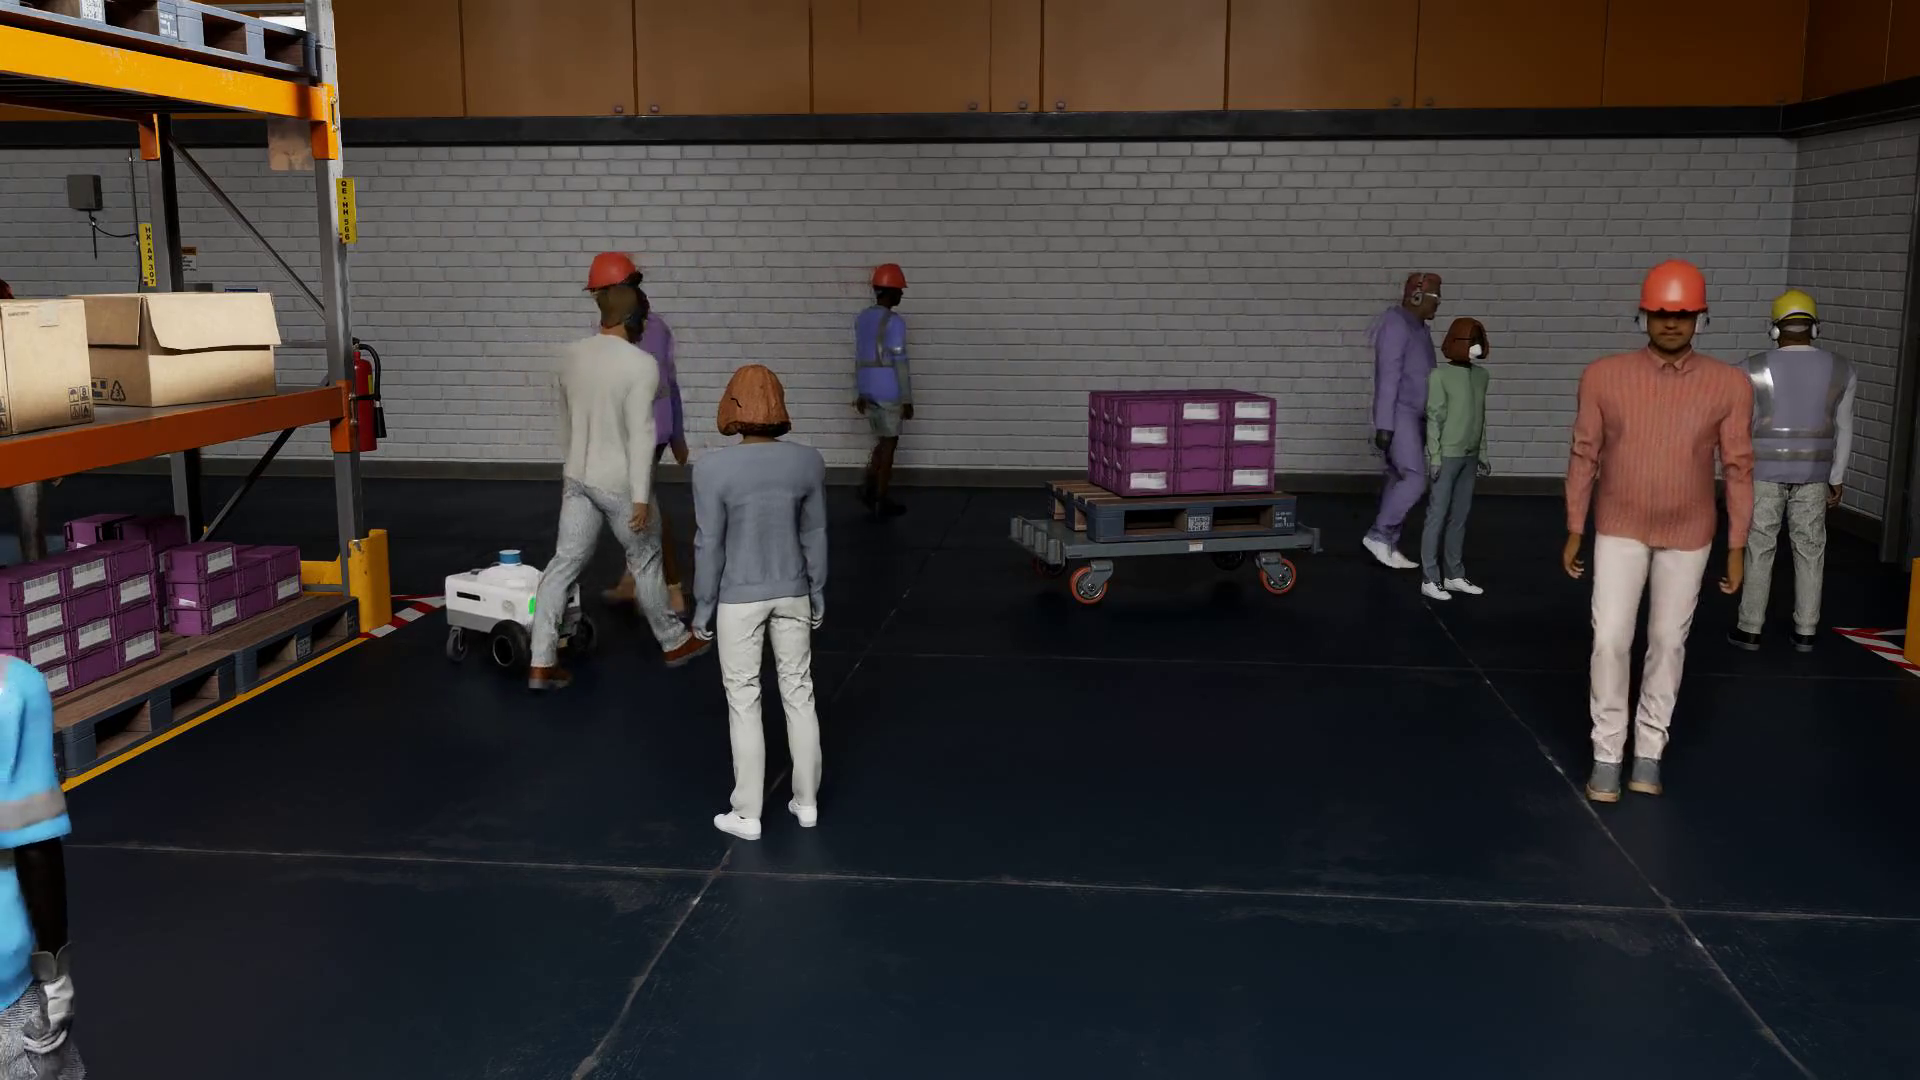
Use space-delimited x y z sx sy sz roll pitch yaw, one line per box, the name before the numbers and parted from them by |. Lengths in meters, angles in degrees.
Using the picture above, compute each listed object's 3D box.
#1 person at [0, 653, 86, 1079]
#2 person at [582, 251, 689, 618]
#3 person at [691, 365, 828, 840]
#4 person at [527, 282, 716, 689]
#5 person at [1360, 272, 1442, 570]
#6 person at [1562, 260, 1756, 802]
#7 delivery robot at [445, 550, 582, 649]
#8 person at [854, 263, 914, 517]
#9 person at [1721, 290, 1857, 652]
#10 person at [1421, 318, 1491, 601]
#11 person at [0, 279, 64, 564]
person | -1.708 0.721 2.686 0.544 1.681 0.407 -1 10 -7
person | -1.846 -0.566 9.153 0.792 2.006 0.614 3 10 19
person | -0.686 0.215 5.745 0.507 1.631 0.266 -6 12 -32
person | -1.635 -0.254 7.771 0.701 1.873 1.058 7 12 34
person | 2.820 -0.741 10.499 0.431 1.881 0.669 5 11 28
person | 2.526 -0.008 6.026 0.646 1.976 0.647 3 10 19
delivery robot | -2.189 0.291 8.130 0.707 0.478 0.477 7 12 36
person | -0.549 -1.128 12.612 0.410 1.917 0.564 -7 12 -36
person | 4.153 -0.339 8.381 0.589 1.822 0.403 2 10 10
person | 2.903 -0.474 9.691 0.498 1.634 0.280 -7 12 -35
person | -5.043 -0.438 8.760 0.573 1.886 0.354 -6 12 -31
